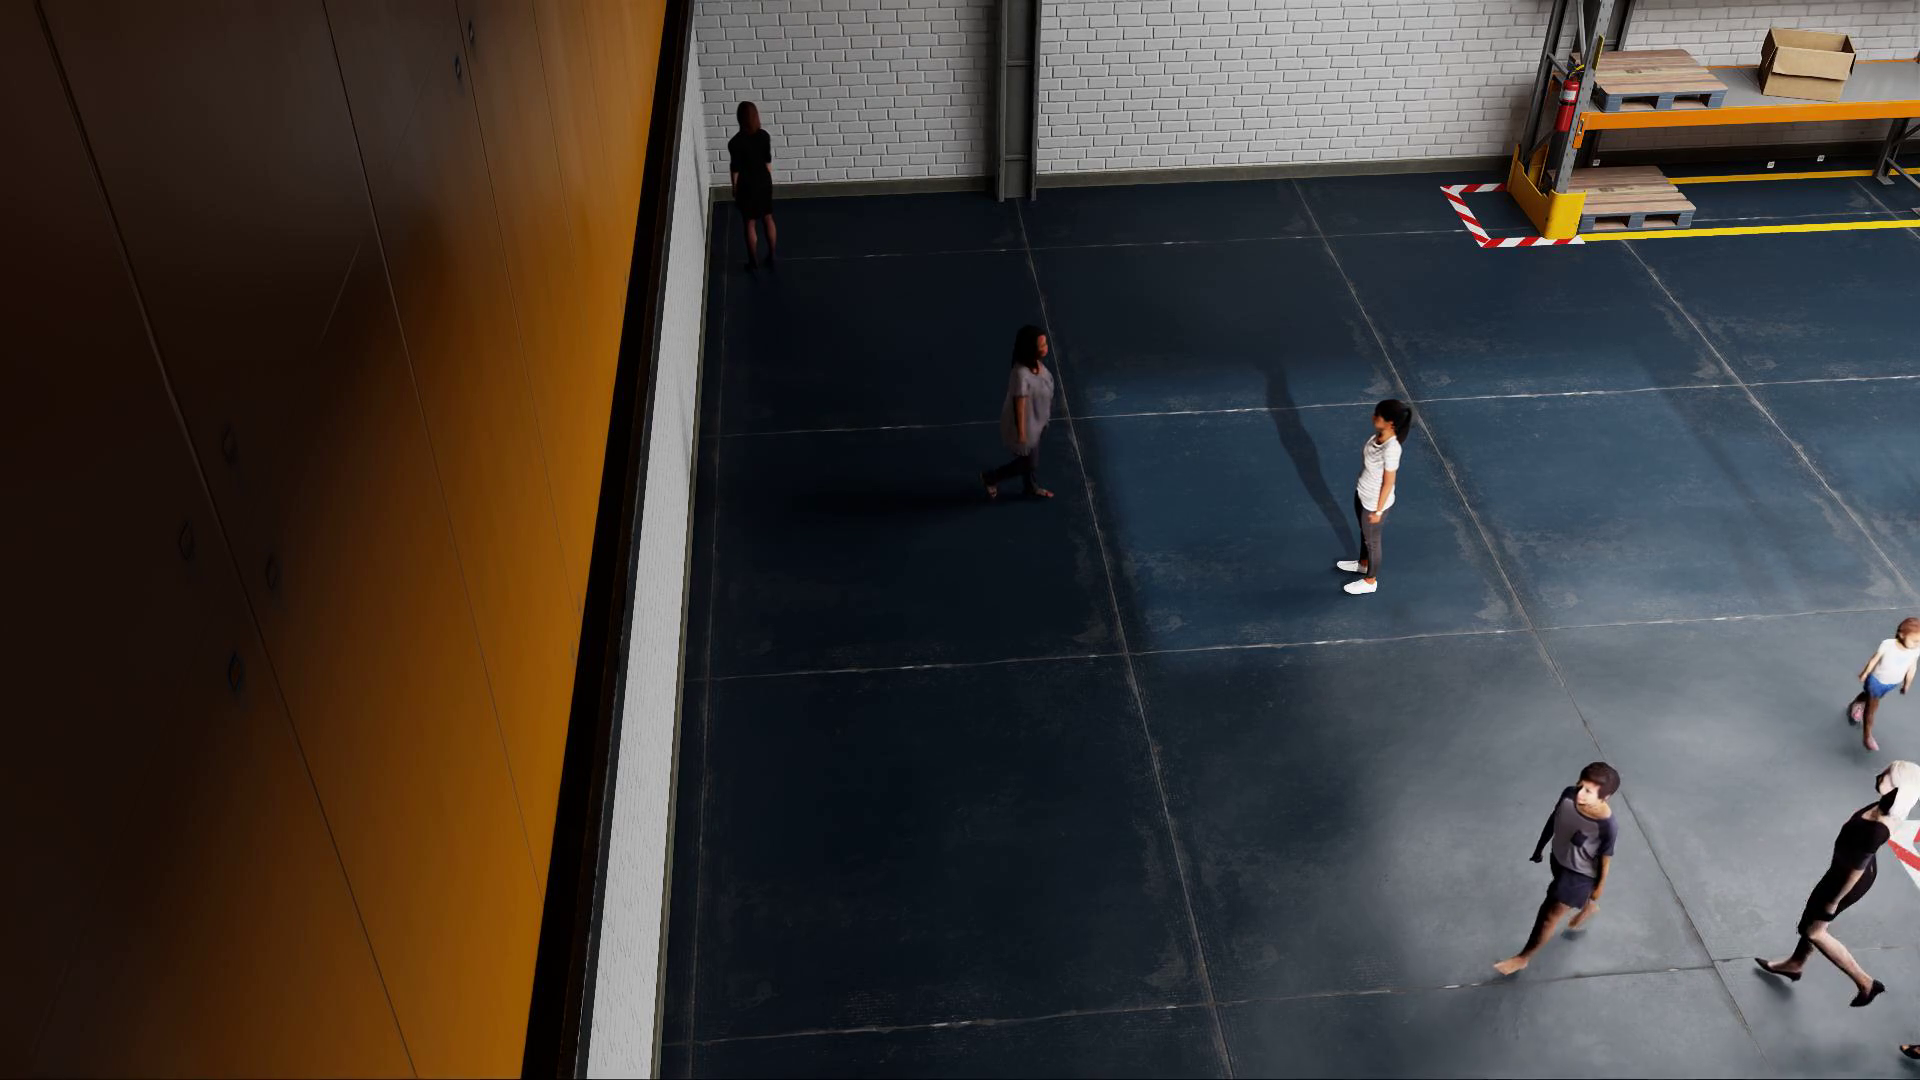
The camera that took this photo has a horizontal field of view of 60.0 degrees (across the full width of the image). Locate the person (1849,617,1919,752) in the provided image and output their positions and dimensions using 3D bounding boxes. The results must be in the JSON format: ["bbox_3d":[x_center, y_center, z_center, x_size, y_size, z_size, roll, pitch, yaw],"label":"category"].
[{"bbox_3d":[6.155,0.874,11.083,0.705,0.993,0.578,5,39,6],"label":"person"}]

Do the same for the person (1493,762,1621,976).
[{"bbox_3d":[3.552,1.818,9.475,1.091,1.526,0.759,-13,41,-16],"label":"person"}]

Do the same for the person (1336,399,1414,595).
[{"bbox_3d":[3.014,-0.327,12.065,0.550,1.646,0.590,1,39,1],"label":"person"}]

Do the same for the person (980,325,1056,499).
[{"bbox_3d":[0.439,-0.957,12.894,0.876,1.596,0.730,5,39,6],"label":"person"}]

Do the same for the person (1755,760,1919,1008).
[{"bbox_3d":[4.937,1.925,9.107,0.977,1.818,0.913,27,46,30],"label":"person"}]

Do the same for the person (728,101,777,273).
[{"bbox_3d":[-1.951,-3.343,15.799,0.592,1.698,0.716,-22,44,-25],"label":"person"}]
